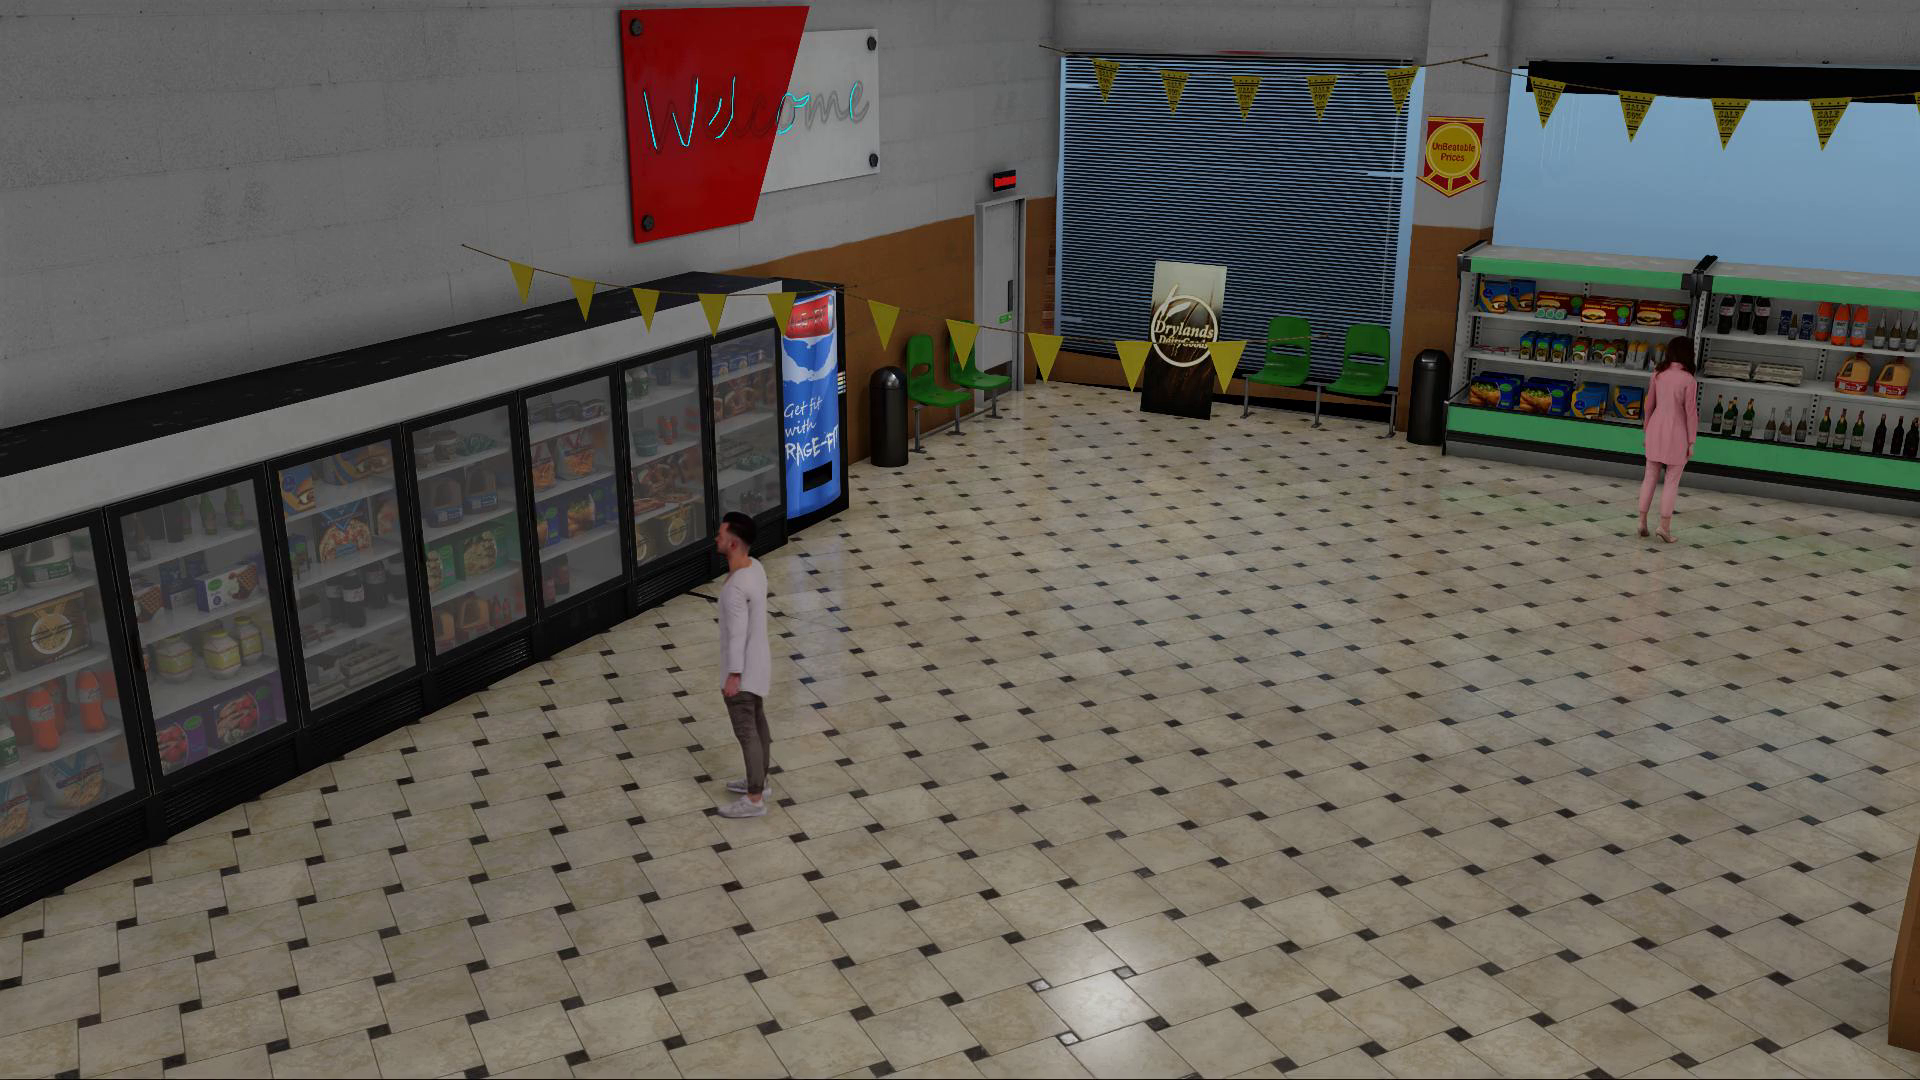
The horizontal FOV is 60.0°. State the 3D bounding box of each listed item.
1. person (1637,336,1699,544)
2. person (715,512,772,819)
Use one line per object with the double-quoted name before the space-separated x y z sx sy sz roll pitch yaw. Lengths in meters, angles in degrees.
"person" 6.086 -0.864 14.319 0.743 1.802 0.584 -14 23 -36
"person" -1.241 0.706 9.604 0.720 1.840 0.744 2 19 5
